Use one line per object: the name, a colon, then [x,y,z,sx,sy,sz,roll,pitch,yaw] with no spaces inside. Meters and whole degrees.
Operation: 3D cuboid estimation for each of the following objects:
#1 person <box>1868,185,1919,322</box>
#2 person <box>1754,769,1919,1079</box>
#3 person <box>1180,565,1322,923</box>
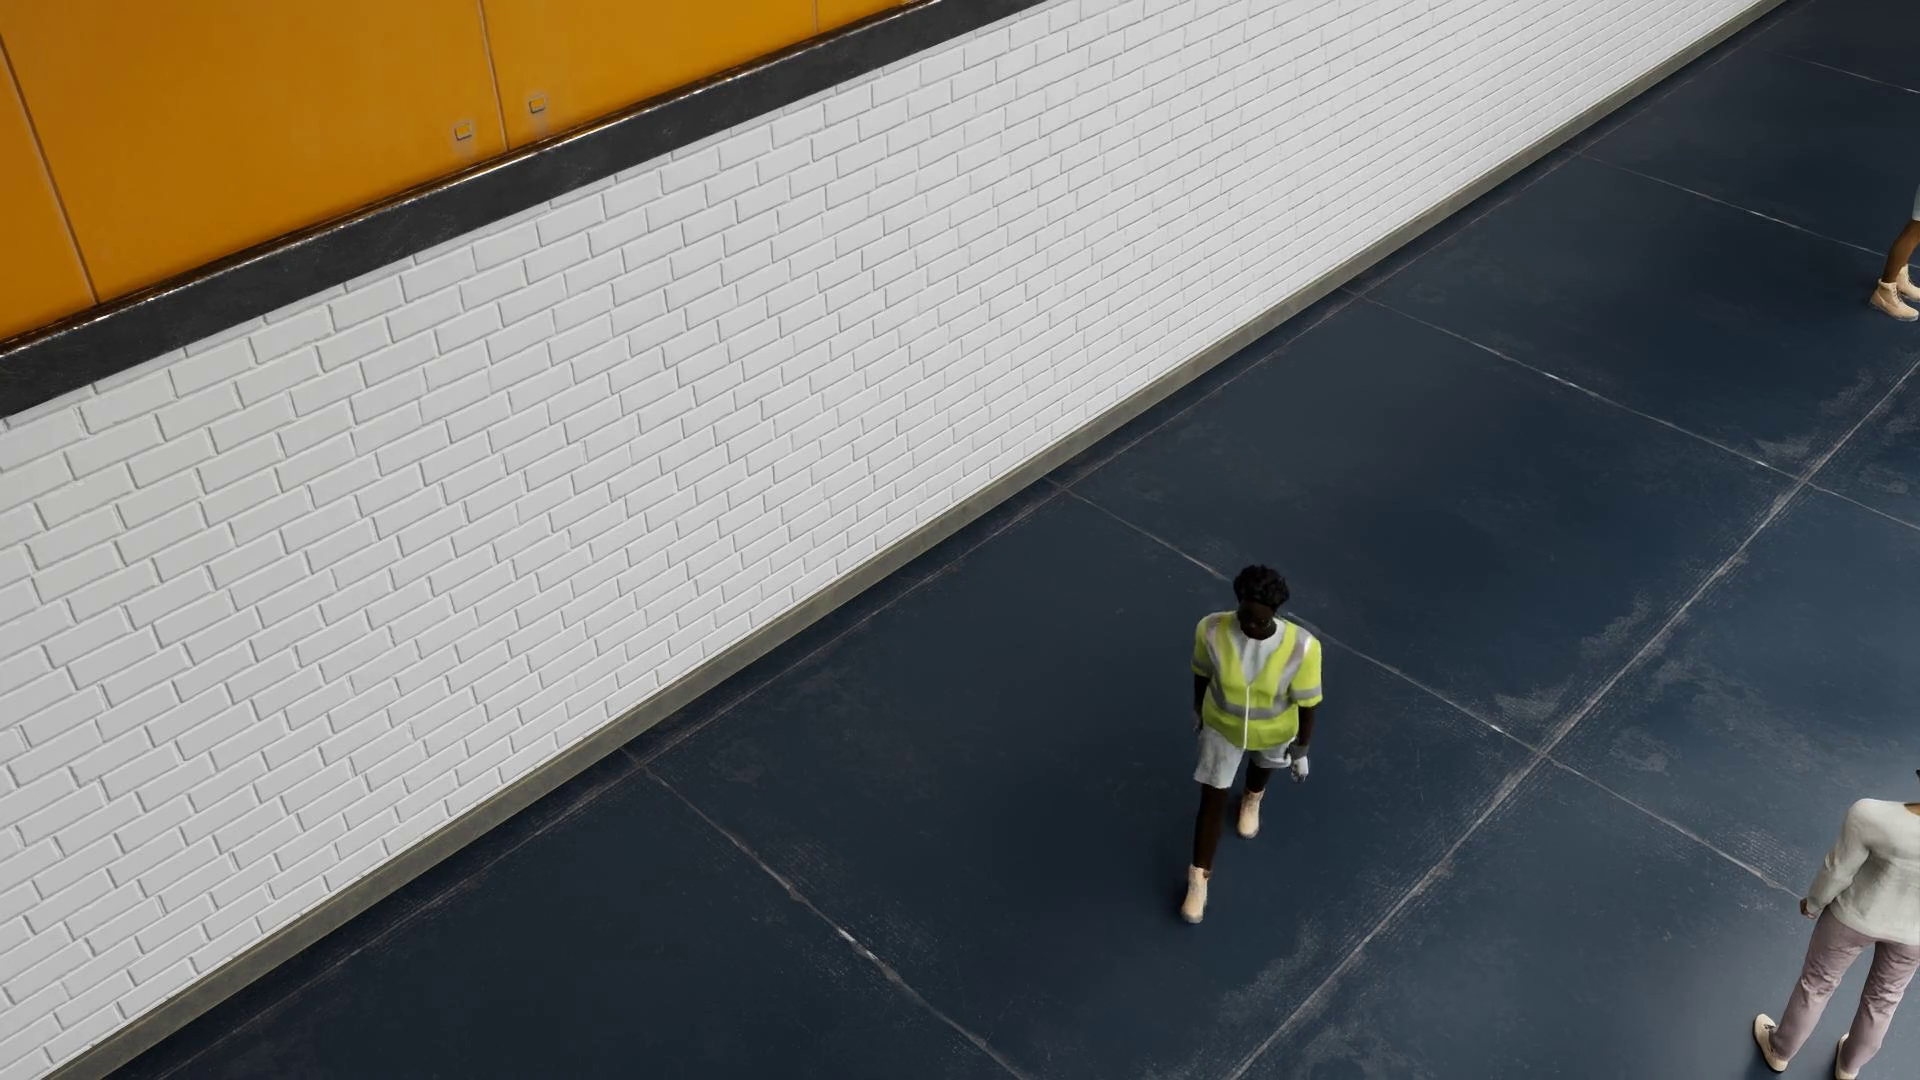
person: [6.258,-2.365,10.458,0.379,2.041,0.614,27,46,30]
person: [3.340,1.352,6.032,0.528,1.768,0.310,11,40,13]
person: [1.178,0.784,6.829,0.540,1.647,0.862,10,40,12]
